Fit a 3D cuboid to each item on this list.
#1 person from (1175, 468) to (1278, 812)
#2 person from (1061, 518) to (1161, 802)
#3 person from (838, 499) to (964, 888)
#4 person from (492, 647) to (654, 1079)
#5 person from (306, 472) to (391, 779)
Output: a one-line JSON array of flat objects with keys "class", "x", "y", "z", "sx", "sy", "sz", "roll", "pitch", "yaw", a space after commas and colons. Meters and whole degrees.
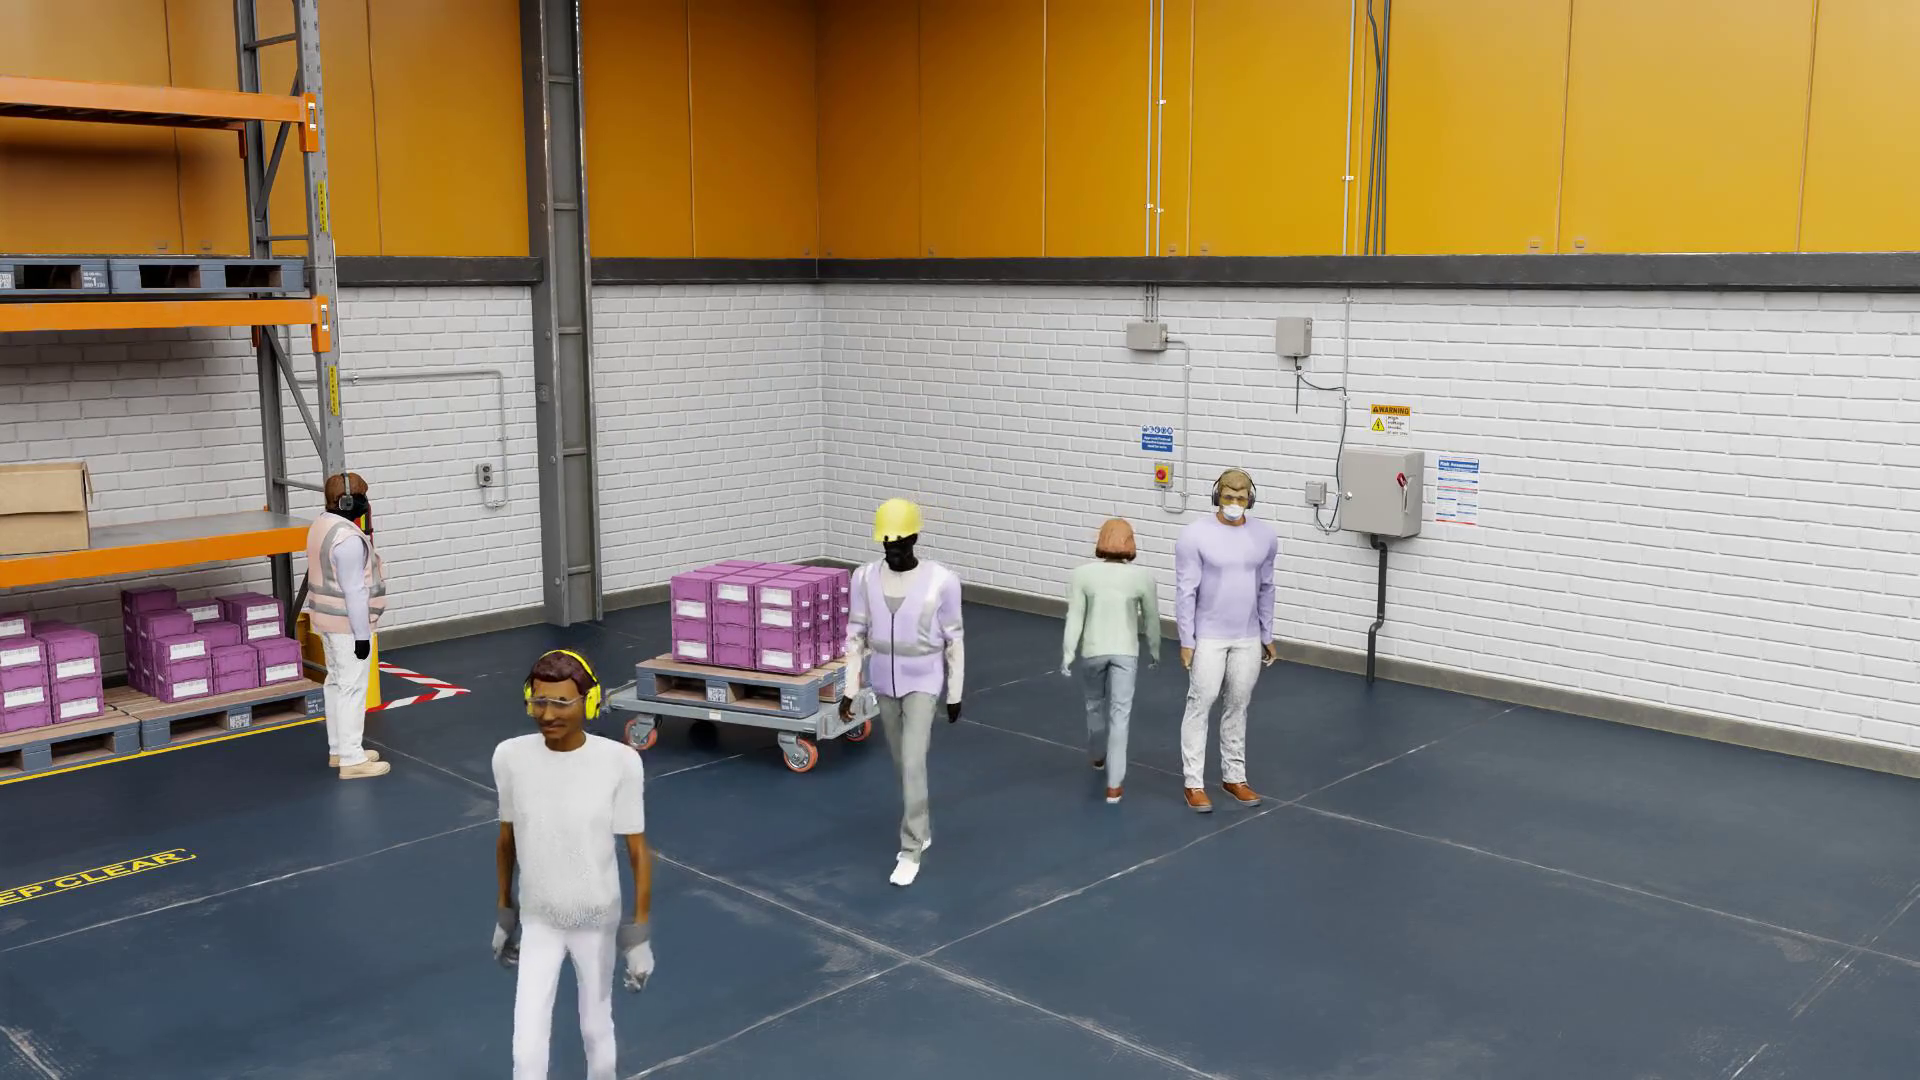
[{"class": "person", "x": 1.499, "y": 0.554, "z": 9.355, "sx": 0.627, "sy": 1.936, "sz": 0.375, "roll": -3, "pitch": 10, "yaw": -19}, {"class": "person", "x": 0.894, "y": 0.666, "z": 9.722, "sx": 0.541, "sy": 1.582, "sz": 0.848, "roll": 2, "pitch": 9, "yaw": 12}, {"class": "person", "x": -0.324, "y": 0.746, "z": 8.288, "sx": 0.591, "sy": 1.895, "sz": 0.822, "roll": 4, "pitch": 10, "yaw": 25}, {"class": "person", "x": -1.262, "y": 1.264, "z": 5.260, "sx": 0.567, "sy": 1.842, "sz": 0.809, "roll": 0, "pitch": 9, "yaw": 1}, {"class": "person", "x": -3.657, "y": 0.506, "z": 9.973, "sx": 0.430, "sy": 1.836, "sz": 0.619, "roll": -7, "pitch": 12, "yaw": -36}]
